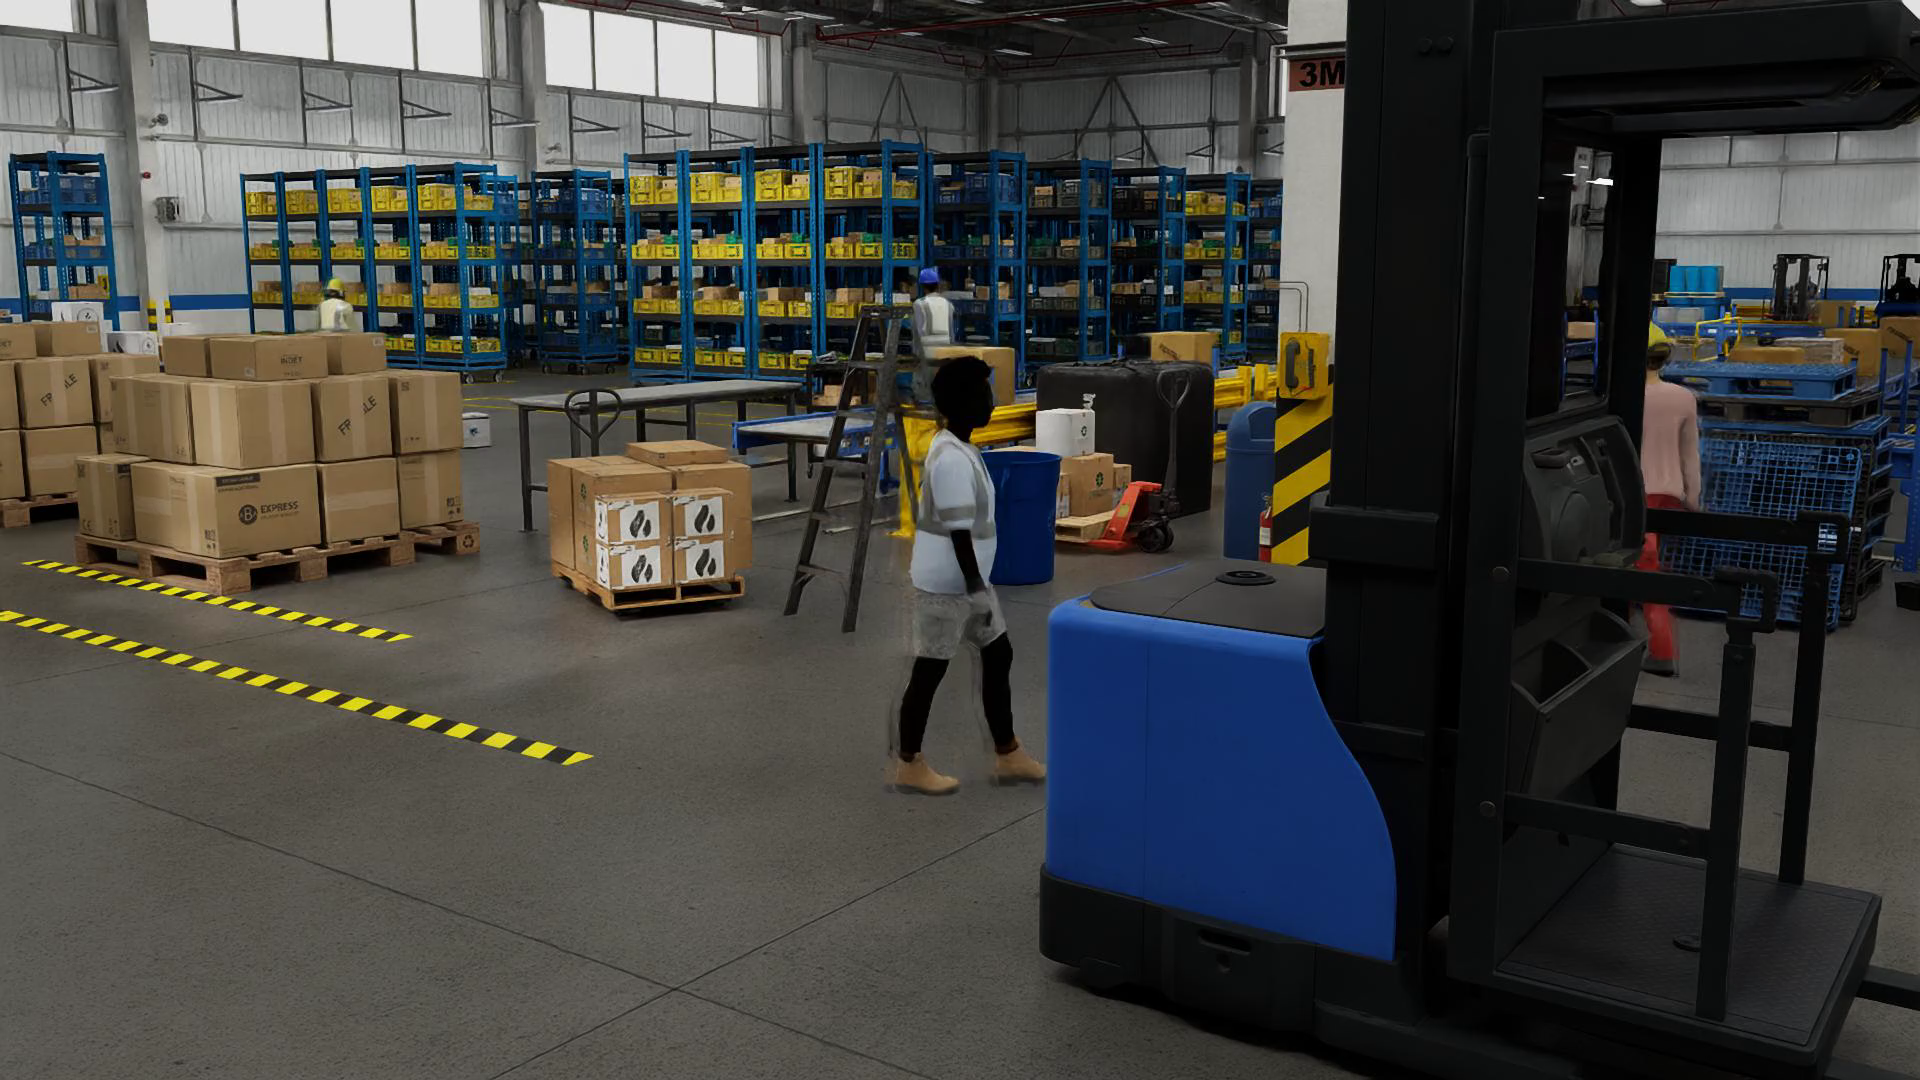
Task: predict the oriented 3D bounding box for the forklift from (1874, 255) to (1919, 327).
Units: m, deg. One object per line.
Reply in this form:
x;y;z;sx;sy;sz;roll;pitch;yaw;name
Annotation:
22.089;-5.634;38.796;1.157;1.987;2.680;6;11;33;forklift

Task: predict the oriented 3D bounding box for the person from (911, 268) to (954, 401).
-0.315;-2.133;19.036;0.505;1.939;0.650;9;13;44;person

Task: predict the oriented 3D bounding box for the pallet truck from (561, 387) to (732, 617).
-1.981;-0.274;10.088;0.680;1.201;1.601;-5;11;-28;pallet truck

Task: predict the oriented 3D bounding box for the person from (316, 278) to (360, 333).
-8.413;-2.659;22.646;0.596;1.783;0.936;5;11;28;person

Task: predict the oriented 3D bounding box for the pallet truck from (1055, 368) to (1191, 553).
0.845;-0.609;11.869;1.630;1.274;0.653;7;12;35;pallet truck

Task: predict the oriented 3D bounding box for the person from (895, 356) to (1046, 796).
0.088;0.156;6.198;0.752;1.661;0.546;1;10;7;person

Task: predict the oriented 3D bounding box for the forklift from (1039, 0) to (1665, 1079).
1.249;-0.137;4.360;1.873;2.768;1.129;7;12;35;forklift

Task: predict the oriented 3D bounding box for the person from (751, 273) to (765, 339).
-3.929;-4.196;31.793;0.557;1.791;0.897;4;10;20;person

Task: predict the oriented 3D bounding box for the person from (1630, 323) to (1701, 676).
3.392;-0.227;8.364;0.530;1.715;0.914;-3;10;-17;person

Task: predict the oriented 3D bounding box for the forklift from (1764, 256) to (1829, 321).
20.253;-5.854;40.139;1.157;1.987;2.680;7;12;35;forklift
